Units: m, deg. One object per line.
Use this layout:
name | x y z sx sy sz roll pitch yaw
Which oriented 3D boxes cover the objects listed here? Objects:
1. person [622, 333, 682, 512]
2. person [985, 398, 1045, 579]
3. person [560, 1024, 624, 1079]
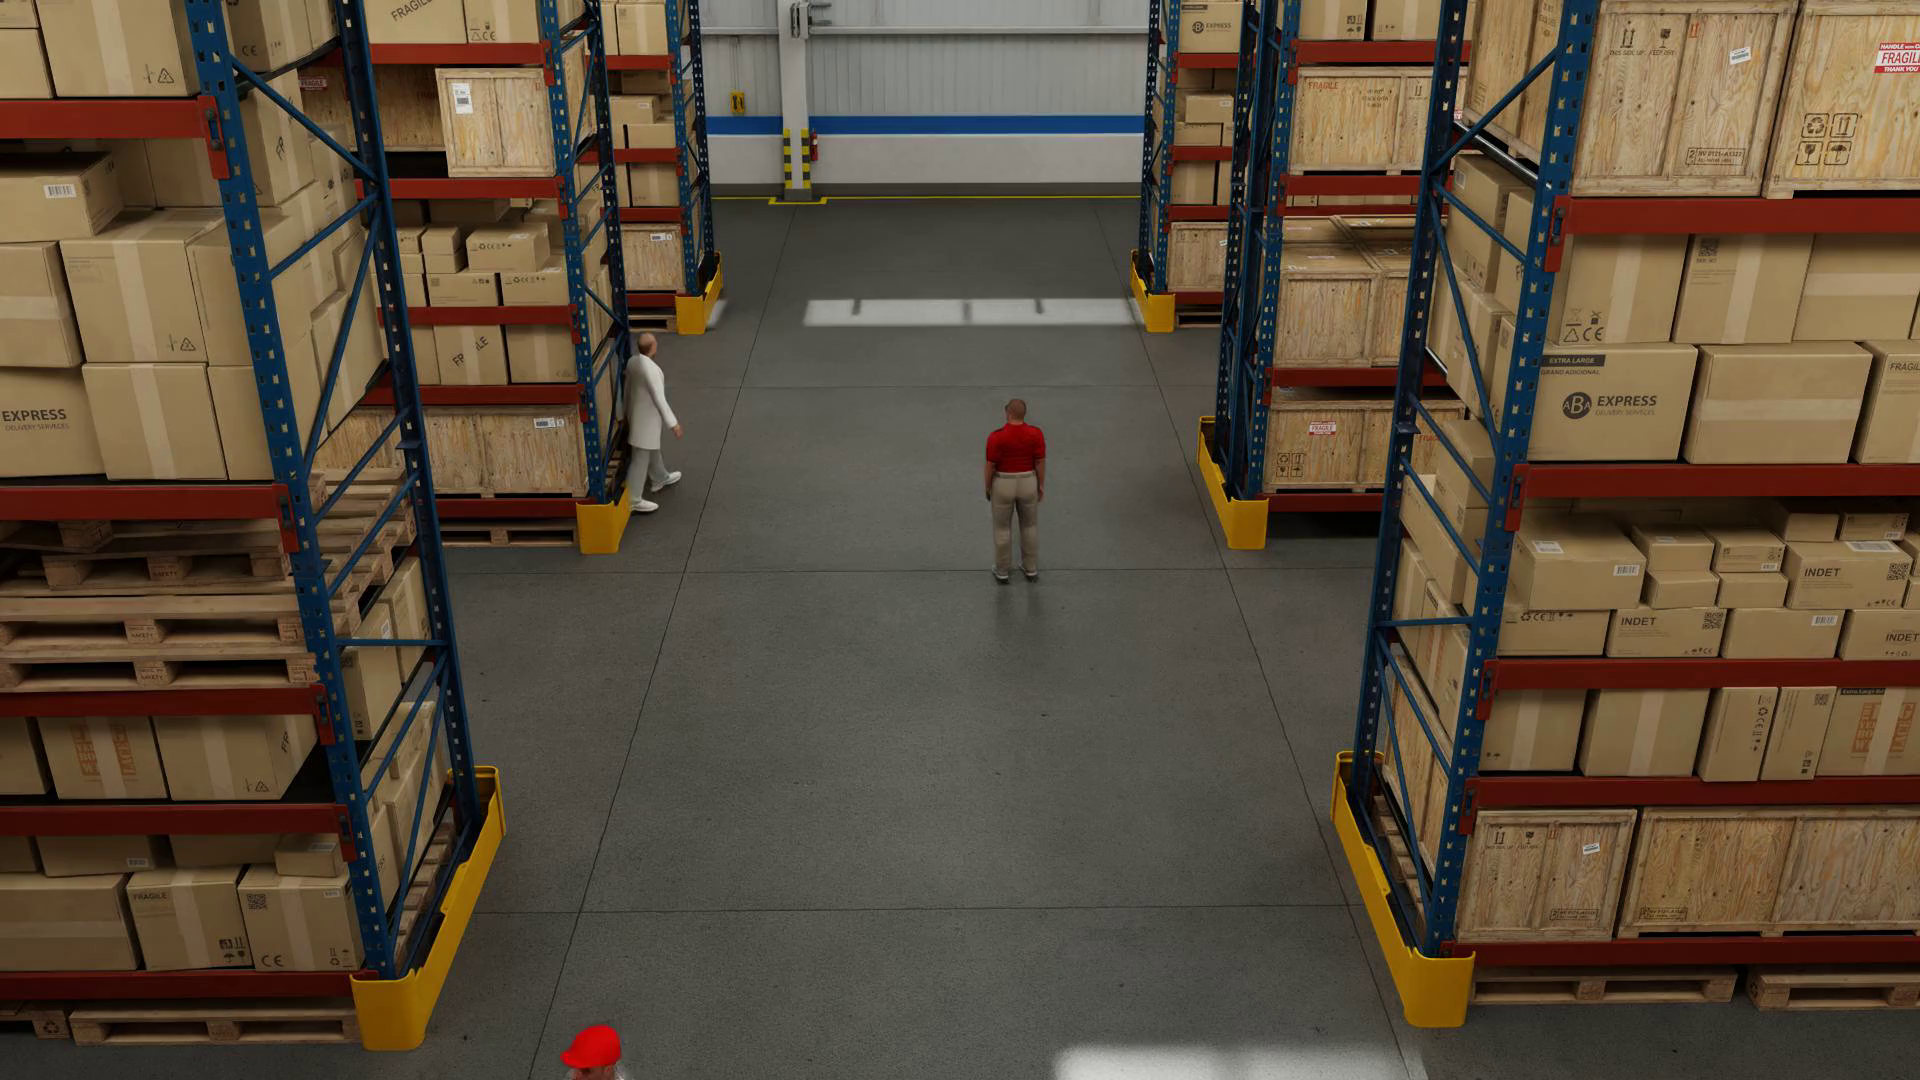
person | -3.075 -1.194 16.408 0.777 1.746 0.759 -12 28 -25
person | 0.479 -0.475 14.883 0.549 1.733 0.408 -4 25 -8
person | -1.717 2.962 7.522 0.939 1.752 0.535 -18 30 -33
